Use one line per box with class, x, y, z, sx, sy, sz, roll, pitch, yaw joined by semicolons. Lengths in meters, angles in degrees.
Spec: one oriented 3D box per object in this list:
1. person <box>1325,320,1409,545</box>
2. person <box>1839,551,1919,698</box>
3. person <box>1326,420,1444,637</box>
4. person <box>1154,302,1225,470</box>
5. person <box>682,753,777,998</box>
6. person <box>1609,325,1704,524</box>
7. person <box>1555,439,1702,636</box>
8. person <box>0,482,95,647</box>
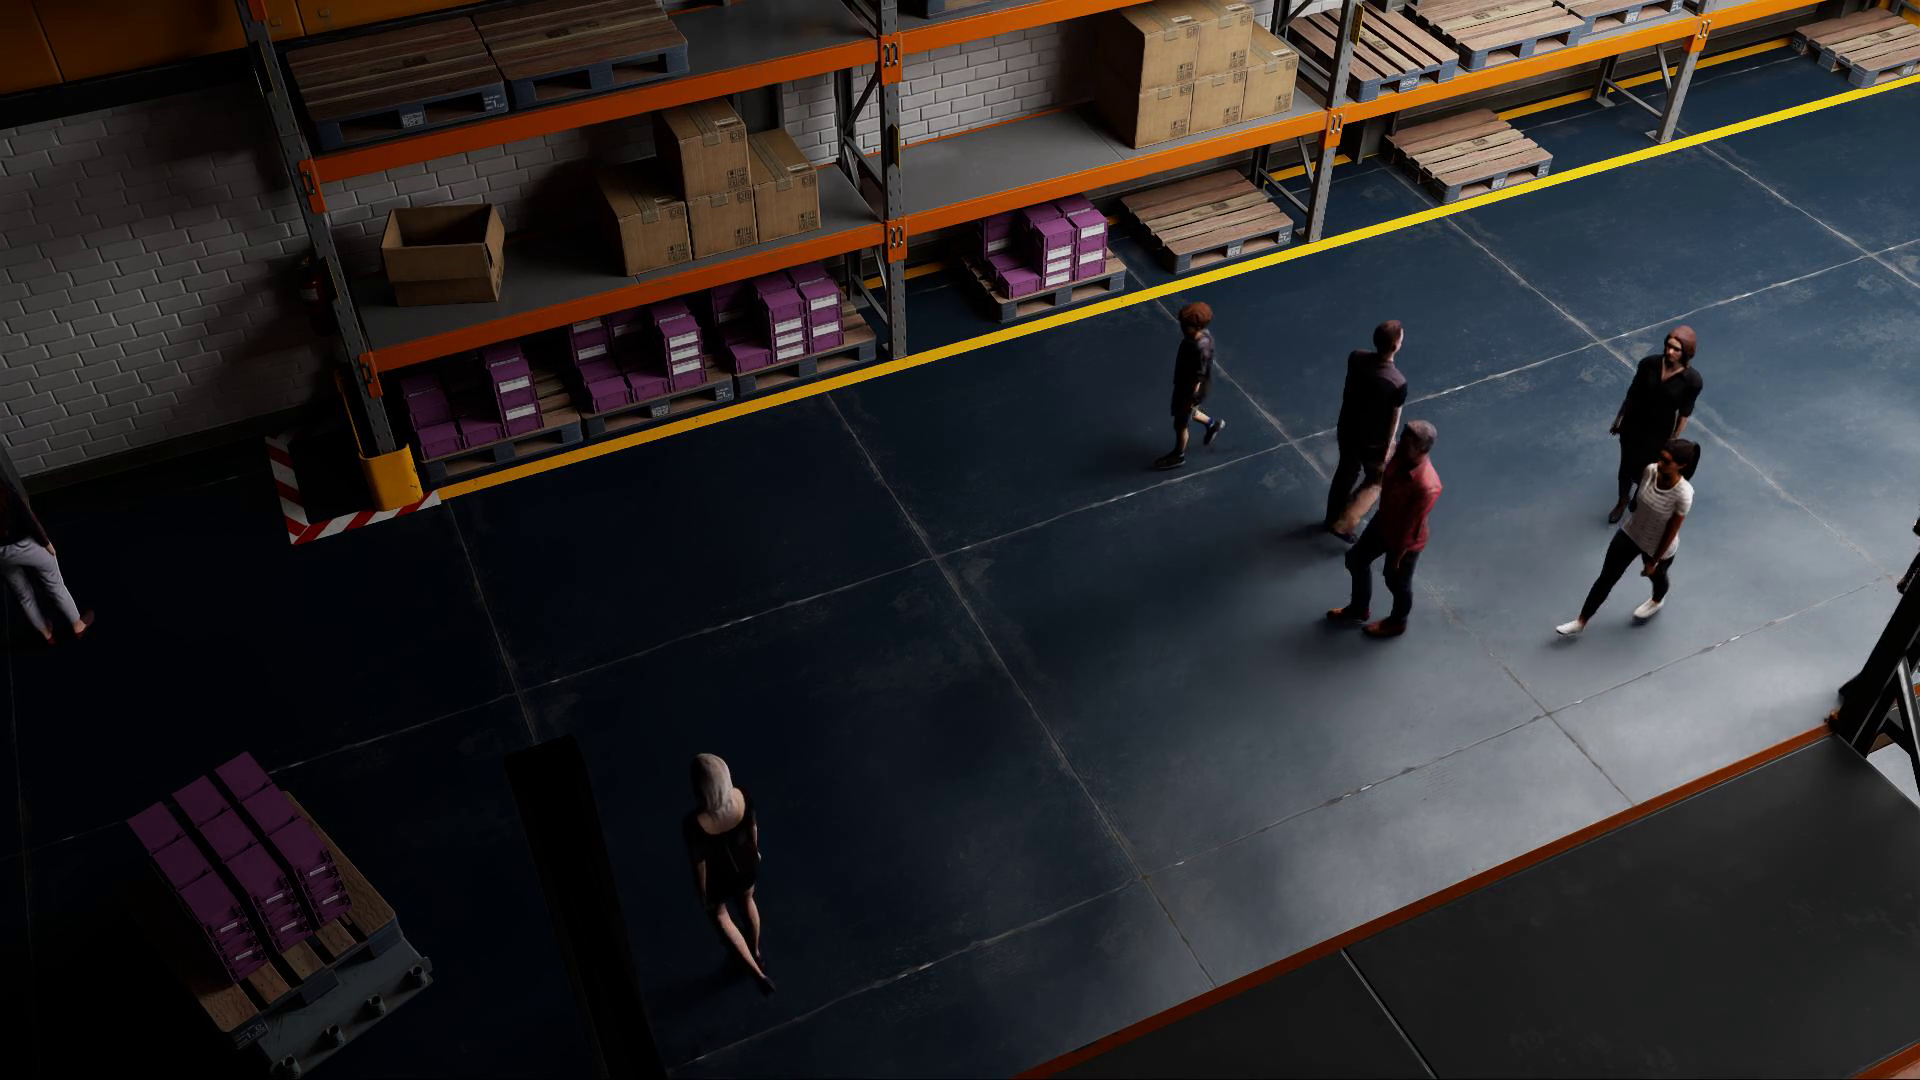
person;2.701;-0.703;11.359;0.777;1.823;0.750;-27;50;-26
person;5.964;0.395;10.313;1.114;1.677;0.699;-12;45;-13
person;2.908;-0.056;10.687;0.863;1.814;0.829;-5;44;-6
person;1.728;-1.127;12.085;0.834;1.436;0.640;-7;44;-7
person;-1.154;1.812;8.727;0.808;1.812;0.726;-25;49;-24
person;4.821;-0.813;11.568;0.726;1.695;0.683;-35;53;-31
person;4.534;-0.009;10.790;1.093;1.604;0.595;-19;47;-19
person;-6.066;0.061;10.713;0.530;1.608;0.691;-10;45;-11
